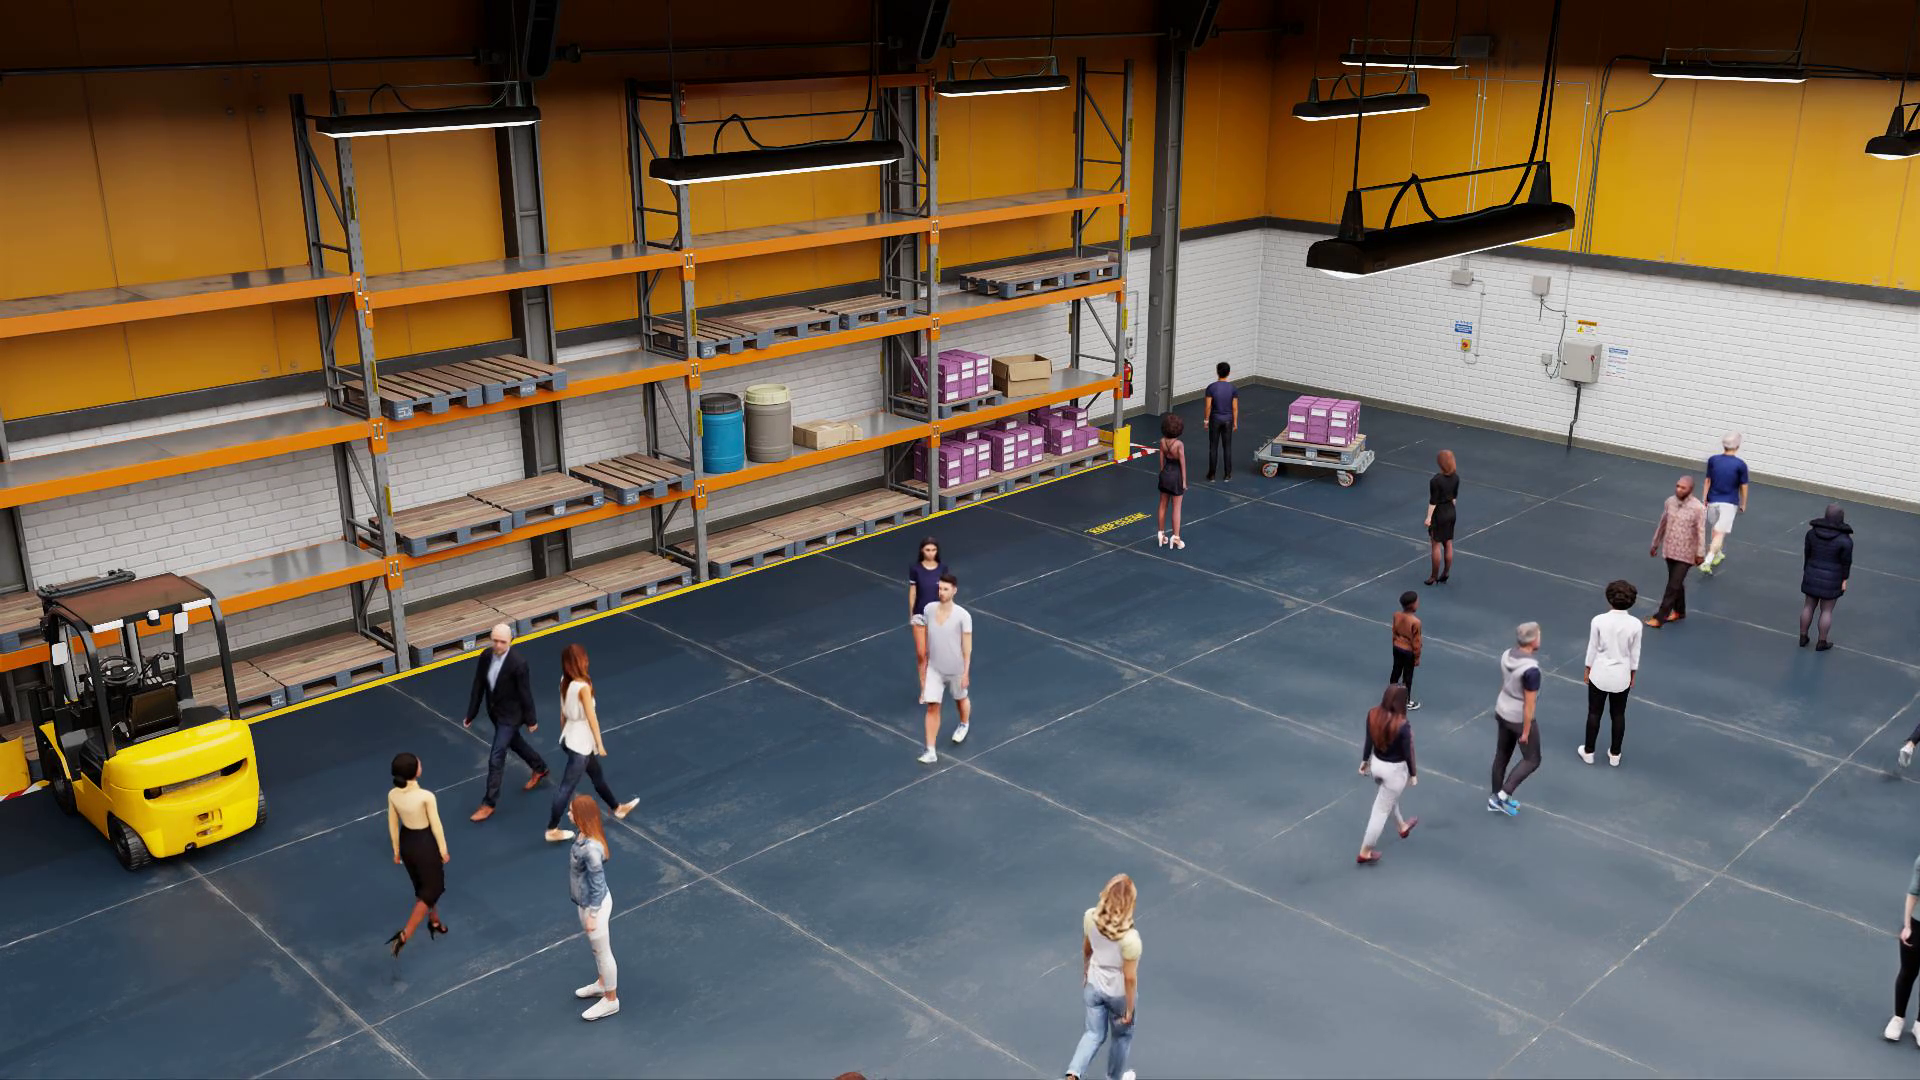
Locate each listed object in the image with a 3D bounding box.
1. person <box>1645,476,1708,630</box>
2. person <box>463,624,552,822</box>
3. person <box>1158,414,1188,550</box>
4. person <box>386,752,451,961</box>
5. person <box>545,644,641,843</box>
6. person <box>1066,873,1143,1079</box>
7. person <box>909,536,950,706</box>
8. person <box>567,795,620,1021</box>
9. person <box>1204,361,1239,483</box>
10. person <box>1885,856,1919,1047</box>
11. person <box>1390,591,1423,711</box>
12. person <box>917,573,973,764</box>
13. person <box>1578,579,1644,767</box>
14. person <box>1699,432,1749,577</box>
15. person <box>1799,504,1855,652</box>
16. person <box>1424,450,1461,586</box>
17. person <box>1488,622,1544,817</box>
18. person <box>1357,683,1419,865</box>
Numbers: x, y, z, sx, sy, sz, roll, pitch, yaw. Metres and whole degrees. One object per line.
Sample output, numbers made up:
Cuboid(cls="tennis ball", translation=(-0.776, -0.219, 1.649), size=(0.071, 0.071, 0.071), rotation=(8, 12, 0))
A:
Cuboid(cls="person", translation=(8.289, 0.132, 19.022), size=(1.172, 1.774, 0.954), rotation=(-9, 21, -25))
Cuboid(cls="person", translation=(-3.994, 1.541, 14.856), size=(0.846, 1.762, 1.282), rotation=(13, 23, 34))
Cuboid(cls="person", translation=(2.756, -0.764, 21.658), size=(0.520, 1.790, 0.538), rotation=(-17, 25, -42))
Cuboid(cls="person", translation=(-4.106, 2.403, 12.501), size=(0.809, 1.631, 1.019), rotation=(7, 20, 20))
Cuboid(cls="person", translation=(-3.342, 1.788, 14.174), size=(1.163, 1.729, 0.740), rotation=(-13, 22, -33))
Cuboid(cls="person", translation=(0.914, 2.958, 10.734), size=(0.658, 1.706, 0.982), rotation=(17, 25, 40))
Cuboid(cls="person", translation=(-0.325, 0.772, 17.161), size=(0.818, 1.748, 0.855), rotation=(-3, 19, -10))
Cuboid(cls="person", translation=(-2.602, 2.584, 11.853), size=(0.659, 1.702, 0.688), rotation=(-7, 20, -20))
Cuboid(cls="person", translation=(3.858, -1.751, 24.584), size=(0.714, 1.792, 0.761), rotation=(1, 19, 3))
Cuboid(cls="person", translation=(6.694, 2.702, 11.447), size=(0.625, 1.737, 0.627), rotation=(10, 21, 28))
Cuboid(cls="person", translation=(4.524, 1.114, 16.917), size=(0.535, 1.254, 0.561), rotation=(-11, 22, -30))
Cuboid(cls="person", translation=(-0.069, 1.177, 15.872), size=(0.994, 1.803, 1.321), rotation=(8, 20, 23))
Cuboid(cls="person", translation=(6.133, 1.248, 15.659), size=(0.710, 1.805, 0.725), rotation=(4, 19, 13))
Cuboid(cls="person", translation=(9.432, -0.422, 20.629), size=(0.667, 1.797, 1.184), rotation=(17, 25, 41))
Cuboid(cls="person", translation=(9.545, 0.403, 18.373), size=(0.667, 1.674, 0.682), rotation=(-15, 24, -38))
Cuboid(cls="person", translation=(5.899, -0.271, 20.325), size=(0.529, 1.705, 0.698), rotation=(-10, 21, -27))
Cuboid(cls="person", translation=(4.807, 1.590, 14.627), size=(0.848, 1.815, 0.822), rotation=(-5, 19, -14))
Cuboid(cls="person", translation=(3.532, 1.977, 13.878), size=(1.103, 1.559, 0.759), rotation=(-12, 22, -32))
